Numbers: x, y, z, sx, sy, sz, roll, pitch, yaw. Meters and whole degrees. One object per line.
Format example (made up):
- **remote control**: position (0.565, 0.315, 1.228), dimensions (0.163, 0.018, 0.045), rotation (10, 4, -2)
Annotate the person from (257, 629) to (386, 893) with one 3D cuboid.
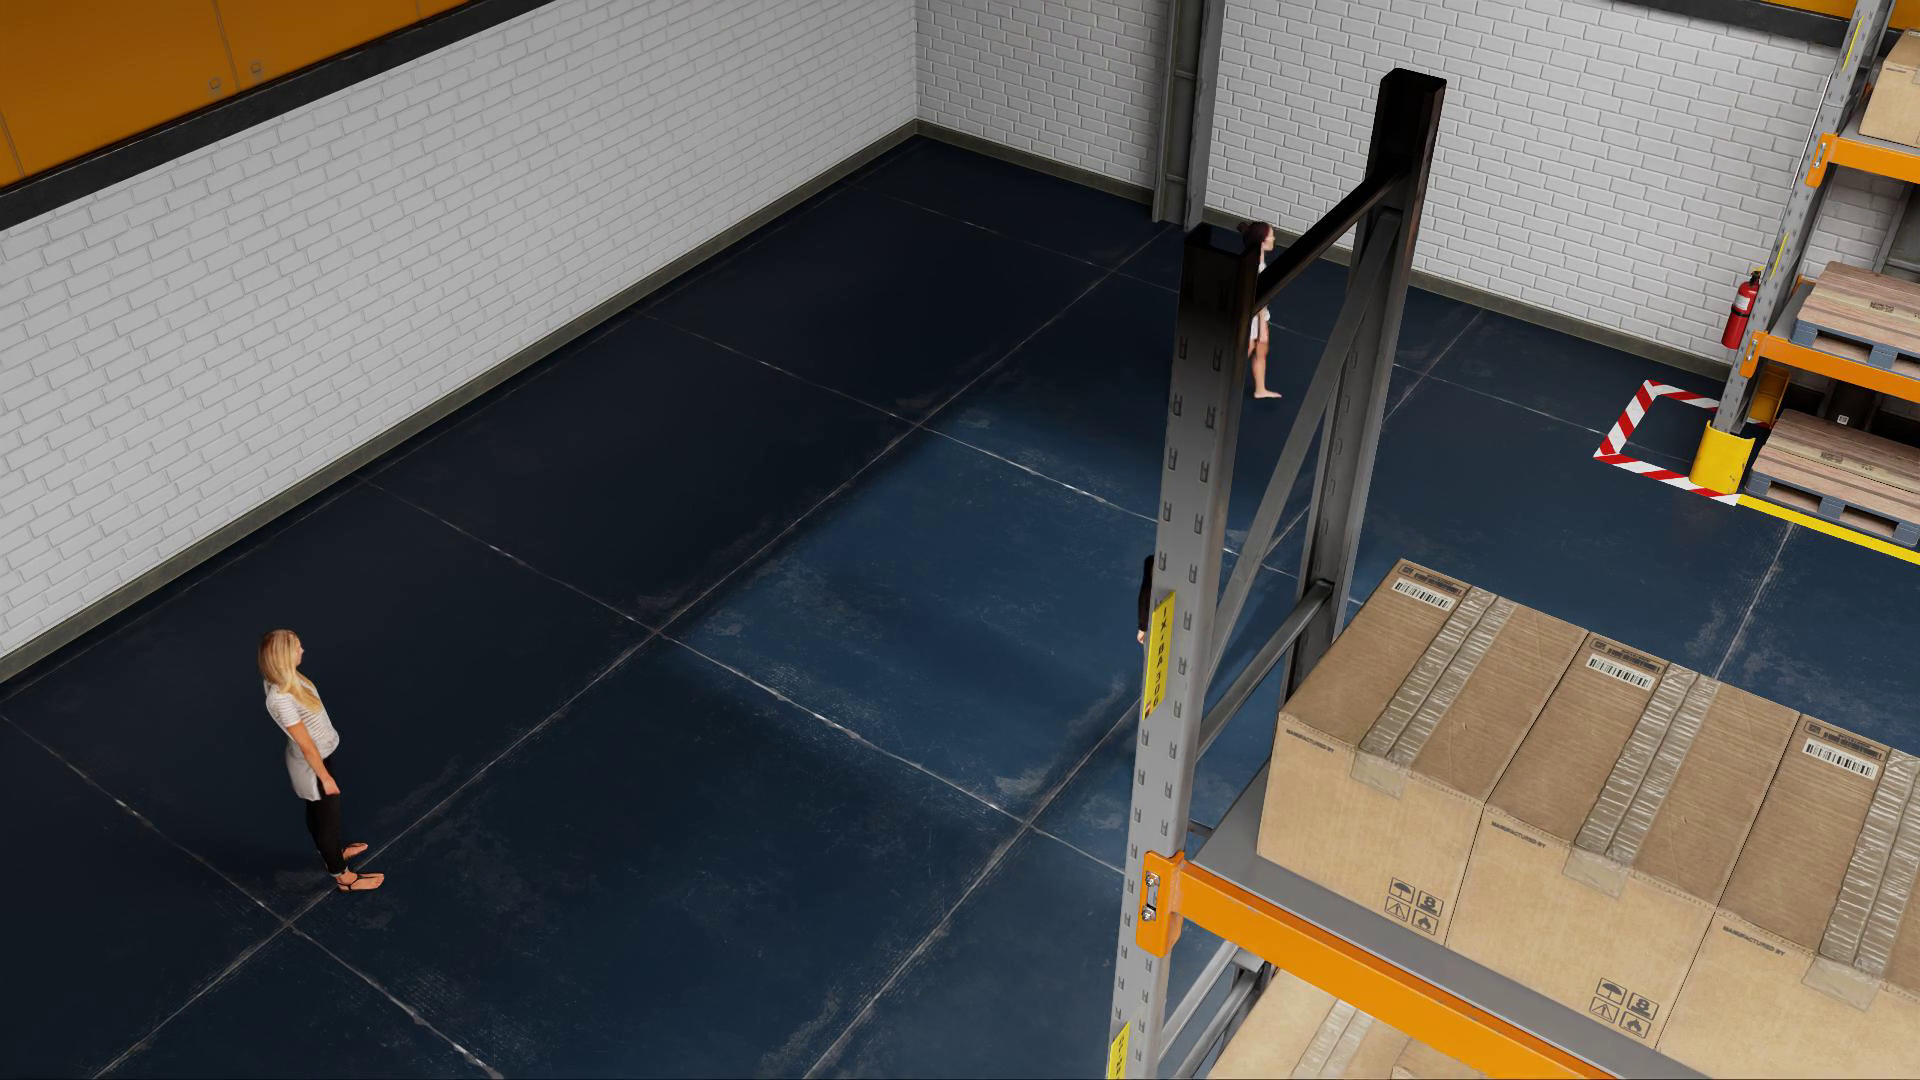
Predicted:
- **person**: position (-3.544, 1.211, 9.058), dimensions (0.739, 1.822, 0.601), rotation (-21, 43, -25)
